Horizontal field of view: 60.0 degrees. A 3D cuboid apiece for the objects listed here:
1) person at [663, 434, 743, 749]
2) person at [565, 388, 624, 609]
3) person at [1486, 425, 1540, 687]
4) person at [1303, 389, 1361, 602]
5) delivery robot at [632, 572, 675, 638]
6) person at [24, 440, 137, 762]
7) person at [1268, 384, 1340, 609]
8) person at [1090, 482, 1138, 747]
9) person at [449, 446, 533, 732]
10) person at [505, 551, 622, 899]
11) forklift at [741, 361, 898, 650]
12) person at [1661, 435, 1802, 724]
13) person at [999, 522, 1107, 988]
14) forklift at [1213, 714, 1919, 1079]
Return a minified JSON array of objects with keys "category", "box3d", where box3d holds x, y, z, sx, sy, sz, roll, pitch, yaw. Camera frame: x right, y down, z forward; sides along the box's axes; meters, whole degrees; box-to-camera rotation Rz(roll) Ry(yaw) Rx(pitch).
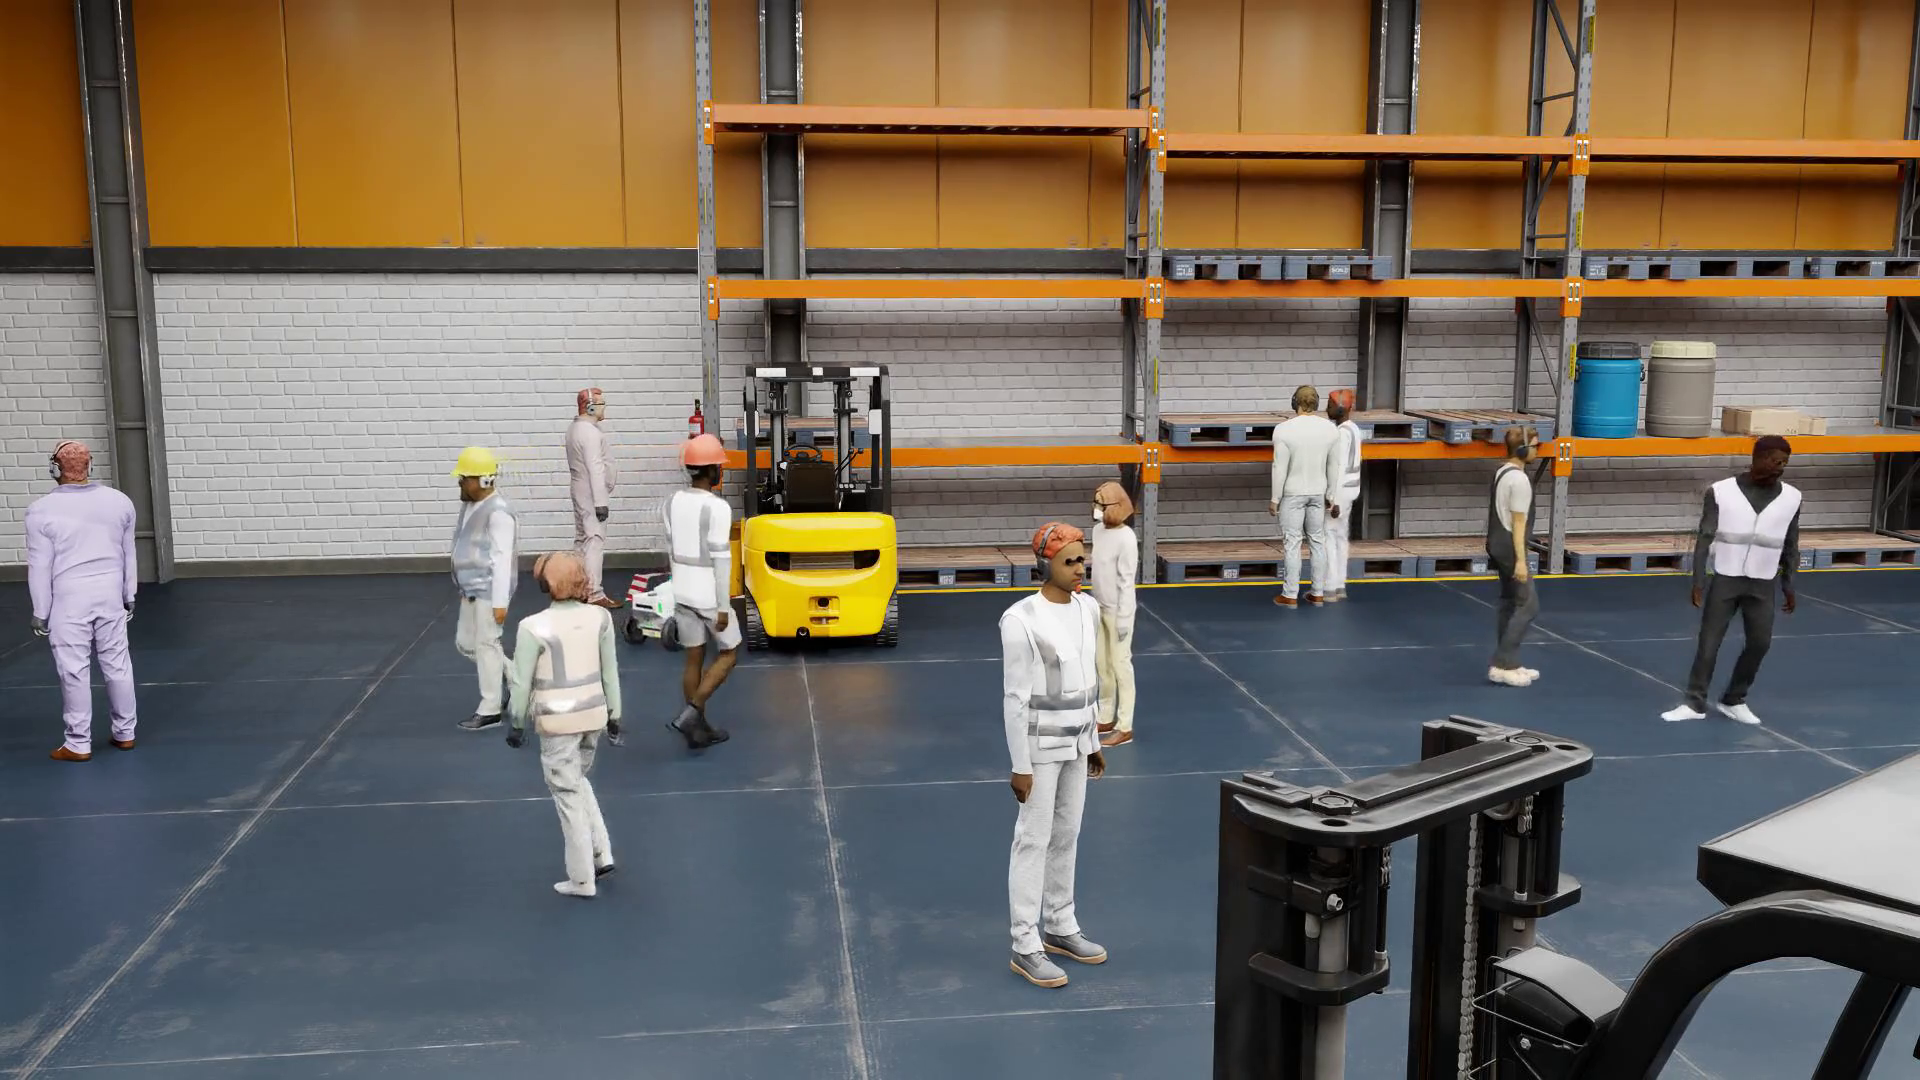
[{"category":"person","box3d":[-1.569,0.325,10.032,0.539,1.927,0.466,7,11,36]},{"category":"person","box3d":[-3.159,-0.358,14.369,0.406,1.911,0.636,-5,10,-28]},{"category":"person","box3d":[3.909,0.113,11.657,0.420,1.836,0.564,1,9,4]},{"category":"person","box3d":[3.317,-0.394,14.703,0.422,1.880,0.598,4,10,24]},{"category":"delivery robot","box3d":[-2.217,0.491,12.985,0.477,0.478,0.707,6,11,33]},{"category":"person","box3d":[-5.219,0.360,9.891,0.410,1.909,0.643,6,11,33]},{"category":"person","box3d":[2.961,-0.373,14.364,0.638,1.938,0.356,-3,10,-17]},{"category":"person","box3d":[0.924,0.452,10.192,0.295,1.631,0.506,-3,10,-20]},{"category":"person","box3d":[-2.975,0.301,10.532,0.467,1.818,0.613,-6,11,-34]},{"category":"person","box3d":[-1.819,0.858,7.678,0.398,1.623,0.511,6,11,35]},{"category":"forklift","box3d":[-1.154,-0.340,13.365,1.214,2.155,2.313,-1,9,-7]},{"category":"person","box3d":[4.934,0.257,10.658,0.788,1.878,0.363,2,9,12]},{"category":"person","box3d":[0.395,0.863,6.830,0.355,1.883,0.575,7,12,38]},{"category":"forklift","box3d":[1.441,1.425,2.350,1.214,2.155,2.313,-7,12,-39]}]
